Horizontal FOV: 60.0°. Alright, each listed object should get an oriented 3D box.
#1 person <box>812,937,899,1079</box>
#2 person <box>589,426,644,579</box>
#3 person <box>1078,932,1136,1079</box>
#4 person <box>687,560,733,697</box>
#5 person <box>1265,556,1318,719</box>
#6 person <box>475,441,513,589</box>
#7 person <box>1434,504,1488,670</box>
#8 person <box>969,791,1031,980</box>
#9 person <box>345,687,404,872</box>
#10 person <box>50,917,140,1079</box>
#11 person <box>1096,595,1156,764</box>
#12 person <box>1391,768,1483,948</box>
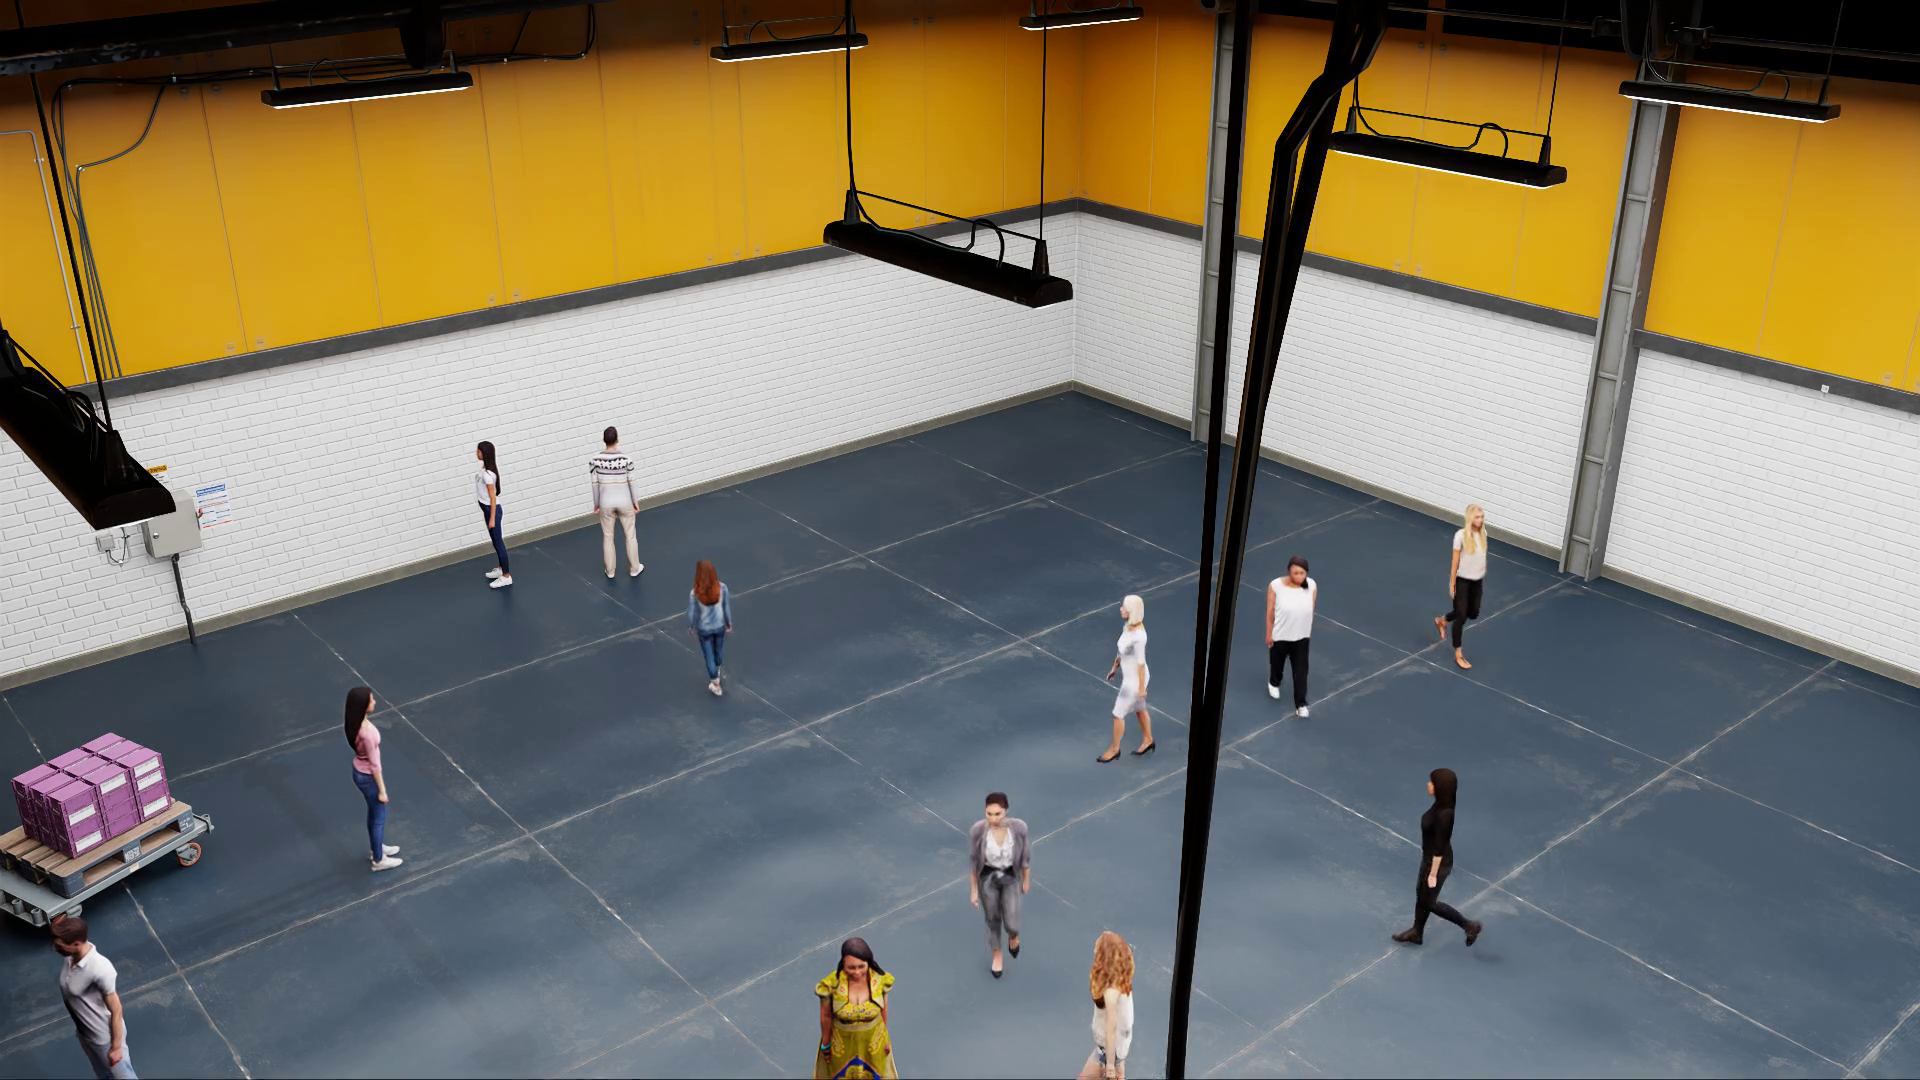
[{"bbox_3d":[-0.699,3.362,11.155,0.972,1.660,0.947,-7,25,-16],"label":"person"},{"bbox_3d":[-4.064,-0.444,19.612,0.770,1.860,0.771,-2,24,-6],"label":"person"},{"bbox_3d":[1.101,3.375,11.011,0.776,1.751,0.736,6,24,14],"label":"person"},{"bbox_3d":[-2.531,0.914,16.995,0.712,1.468,0.857,-10,26,-22],"label":"person"},{"bbox_3d":[3.314,0.910,16.782,1.058,1.646,1.177,-1,24,-2],"label":"person"},{"bbox_3d":[-5.455,-0.316,19.427,0.720,1.775,0.570,-8,25,-18],"label":"person"},{"bbox_3d":[5.306,0.431,17.664,0.730,1.817,0.970,-11,26,-24],"label":"person"},{"bbox_3d":[0.293,2.615,12.865,0.771,1.660,0.828,-1,24,-2],"label":"person"},{"bbox_3d":[-5.025,2.014,14.139,0.663,1.740,0.497,-14,27,-29],"label":"person"},{"bbox_3d":[-5.736,3.273,11.115,0.574,1.855,0.761,16,28,32],"label":"person"},{"bbox_3d":[1.727,1.314,15.759,0.893,1.725,0.879,-1,24,-3],"label":"person"},{"bbox_3d":[3.816,2.543,13.068,0.995,1.628,0.898,5,24,11],"label":"person"}]
